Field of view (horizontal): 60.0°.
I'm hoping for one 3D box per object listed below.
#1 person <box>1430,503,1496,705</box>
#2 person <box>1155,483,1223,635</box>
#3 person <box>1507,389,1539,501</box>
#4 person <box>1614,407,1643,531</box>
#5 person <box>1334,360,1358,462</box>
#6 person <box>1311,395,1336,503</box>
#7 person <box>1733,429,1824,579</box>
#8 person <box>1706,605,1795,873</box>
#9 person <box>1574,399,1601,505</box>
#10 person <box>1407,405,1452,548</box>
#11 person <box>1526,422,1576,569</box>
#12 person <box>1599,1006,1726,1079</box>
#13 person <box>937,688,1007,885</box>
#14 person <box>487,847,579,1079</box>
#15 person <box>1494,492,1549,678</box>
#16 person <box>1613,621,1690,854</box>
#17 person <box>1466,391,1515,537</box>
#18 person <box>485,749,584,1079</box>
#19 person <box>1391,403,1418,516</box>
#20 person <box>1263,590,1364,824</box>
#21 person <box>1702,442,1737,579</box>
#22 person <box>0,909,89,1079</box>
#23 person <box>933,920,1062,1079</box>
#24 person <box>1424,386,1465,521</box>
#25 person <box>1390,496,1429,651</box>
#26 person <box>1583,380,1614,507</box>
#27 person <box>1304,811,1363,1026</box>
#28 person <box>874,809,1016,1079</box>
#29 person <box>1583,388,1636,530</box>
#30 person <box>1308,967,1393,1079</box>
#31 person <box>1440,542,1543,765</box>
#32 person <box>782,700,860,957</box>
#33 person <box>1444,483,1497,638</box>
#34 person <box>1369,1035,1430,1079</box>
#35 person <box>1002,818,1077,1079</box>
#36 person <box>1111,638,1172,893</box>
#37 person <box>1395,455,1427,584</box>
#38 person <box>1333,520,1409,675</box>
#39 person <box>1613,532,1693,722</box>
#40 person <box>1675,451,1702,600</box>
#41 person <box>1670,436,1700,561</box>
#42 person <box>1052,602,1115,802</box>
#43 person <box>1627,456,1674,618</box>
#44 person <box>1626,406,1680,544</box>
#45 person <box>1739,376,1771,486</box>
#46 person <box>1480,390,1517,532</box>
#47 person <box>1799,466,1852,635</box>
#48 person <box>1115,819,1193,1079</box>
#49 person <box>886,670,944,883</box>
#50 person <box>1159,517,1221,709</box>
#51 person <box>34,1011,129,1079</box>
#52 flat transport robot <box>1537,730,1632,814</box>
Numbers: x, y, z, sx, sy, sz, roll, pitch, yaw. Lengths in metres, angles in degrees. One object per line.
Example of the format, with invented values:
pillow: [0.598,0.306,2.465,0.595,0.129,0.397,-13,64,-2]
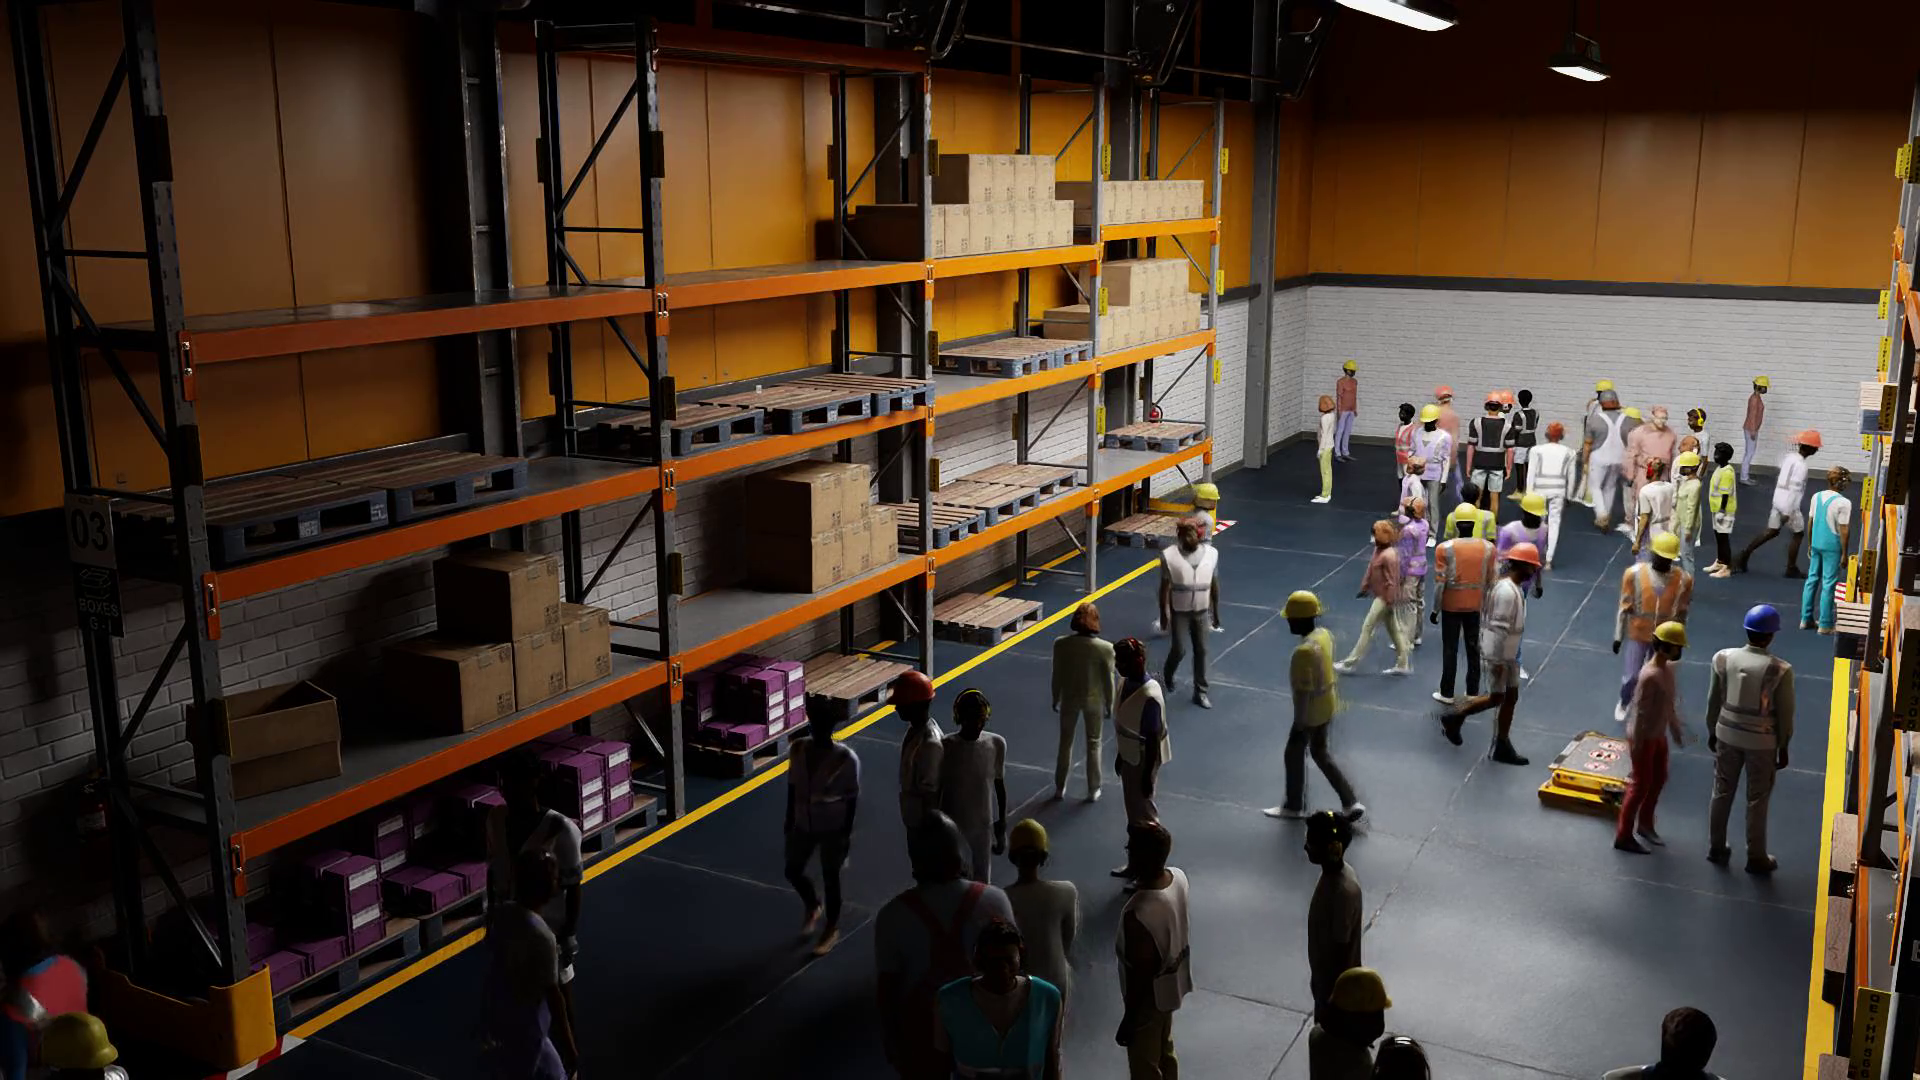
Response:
person: [4.718,0.603,15.672,0.594,1.922,0.375,-2,13,-7]
person: [2.471,0.217,17.903,0.800,1.701,0.523,-3,13,-15]
person: [8.591,-1.447,25.361,0.533,1.698,0.322,-9,15,-34]
person: [9.349,-0.991,23.242,0.340,1.735,0.495,8,15,31]
person: [6.687,-2.235,28.737,0.525,1.769,0.308,-11,17,-41]
person: [5.525,-1.382,25.210,0.286,1.636,0.500,6,14,23]
person: [10.088,-0.447,20.477,0.849,1.893,0.559,1,13,6]
person: [5.676,1.418,11.968,0.395,1.949,0.602,-10,16,-38]
person: [9.575,-1.334,25.091,0.844,1.595,0.520,-6,14,-26]
person: [6.243,-0.860,22.236,0.584,1.918,0.376,10,16,37]
person: [7.530,-0.591,21.244,0.590,1.817,1.030,3,13,15]
person: [2.722,2.670,6.443,0.589,1.915,0.398,3,13,11]
person: [0.053,1.817,10.390,0.510,1.860,0.333,-3,13,-13]
person: [-2.094,2.370,8.099,0.971,1.777,0.504,-8,15,-32]
person: [5.578,0.409,16.715,0.616,1.889,0.785,-6,14,-25]
person: [5.130,1.444,12.307,0.372,1.746,0.561,11,16,40]
person: [7.225,-1.017,22.700,0.612,2.030,0.410,3,13,15]
person: [-2.323,2.068,9.017,0.601,1.967,0.367,5,14,21]
person: [6.441,-1.138,24.010,0.322,1.689,0.537,-3,13,-13]
person: [2.729,1.287,12.698,0.744,1.890,0.671,4,13,16]
person: [9.429,-0.374,20.591,0.323,1.689,0.536,3,13,11]
person: [-4.066,2.522,7.391,0.599,1.801,0.663,0,13,-1]
person: [0.162,2.515,7.279,0.564,1.850,0.389,-2,13,-8]
person: [6.973,-1.213,23.789,0.711,1.932,0.692,-7,14,-29]
person: [4.737,0.348,17.451,0.310,1.642,0.514,9,16,36]
person: [9.535,-1.440,24.840,0.393,1.918,0.583,2,13,9]
person: [1.865,2.253,8.436,0.325,1.861,0.513,1,13,4]
person: [-0.073,2.247,8.048,0.684,2.000,0.922,-2,13,-7]
person: [9.020,-1.126,23.149,0.695,2.000,0.773,0,13,-1]
person: [1.634,2.623,7.063,0.336,1.735,0.487,-4,13,-16]
person: [4.568,0.946,14.212,0.699,1.891,0.638,9,15,35]
person: [-0.897,1.831,10.691,0.550,1.685,0.360,6,14,25]
person: [5.531,0.188,18.130,0.543,1.643,0.883,2,13,8]
person: [1.635,2.743,6.287,0.505,1.839,0.344,1,13,5]
person: [0.349,2.265,8.713,0.525,1.708,0.932,-2,13,-8]
person: [1.252,1.559,11.625,0.418,1.828,0.561,-3,13,-13]
person: [5.408,-0.202,19.927,0.312,1.636,0.520,0,13,-1]
person: [4.098,0.583,16.509,0.870,1.589,0.508,2,13,8]
person: [6.108,0.826,14.717,0.620,1.900,0.573,3,13,13]
person: [8.508,-0.168,19.506,0.339,1.761,0.524,4,13,17]
person: [9.347,-0.547,21.494,0.501,1.628,0.272,-8,15,-33]
person: [0.978,1.293,13.269,0.516,1.618,0.295,4,13,16]
person: [7.741,-0.017,18.622,0.574,1.843,0.375,-10,16,-37]
person: [9.315,-0.857,22.311,0.648,1.883,0.479,-2,13,-7]
person: [12.714,-1.754,26.613,0.343,1.756,0.534,7,14,29]
person: [7.488,-1.101,23.167,0.408,1.986,0.617,-2,13,-10]
person: [9.426,0.108,18.065,0.336,1.844,0.508,-4,13,-17]
person: [0.959,2.284,8.320,0.384,1.845,0.569,6,14,26]
person: [-0.267,1.753,10.522,0.387,1.929,0.544,-3,13,-12]
person: [2.150,0.656,15.657,0.605,1.825,0.551,-3,13,-13]
person: [-3.421,2.697,6.533,0.403,1.824,0.591,4,13,19]
flat transport robot: [5.276,1.885,13.663,0.652,0.197,1.431,8,15,33]
